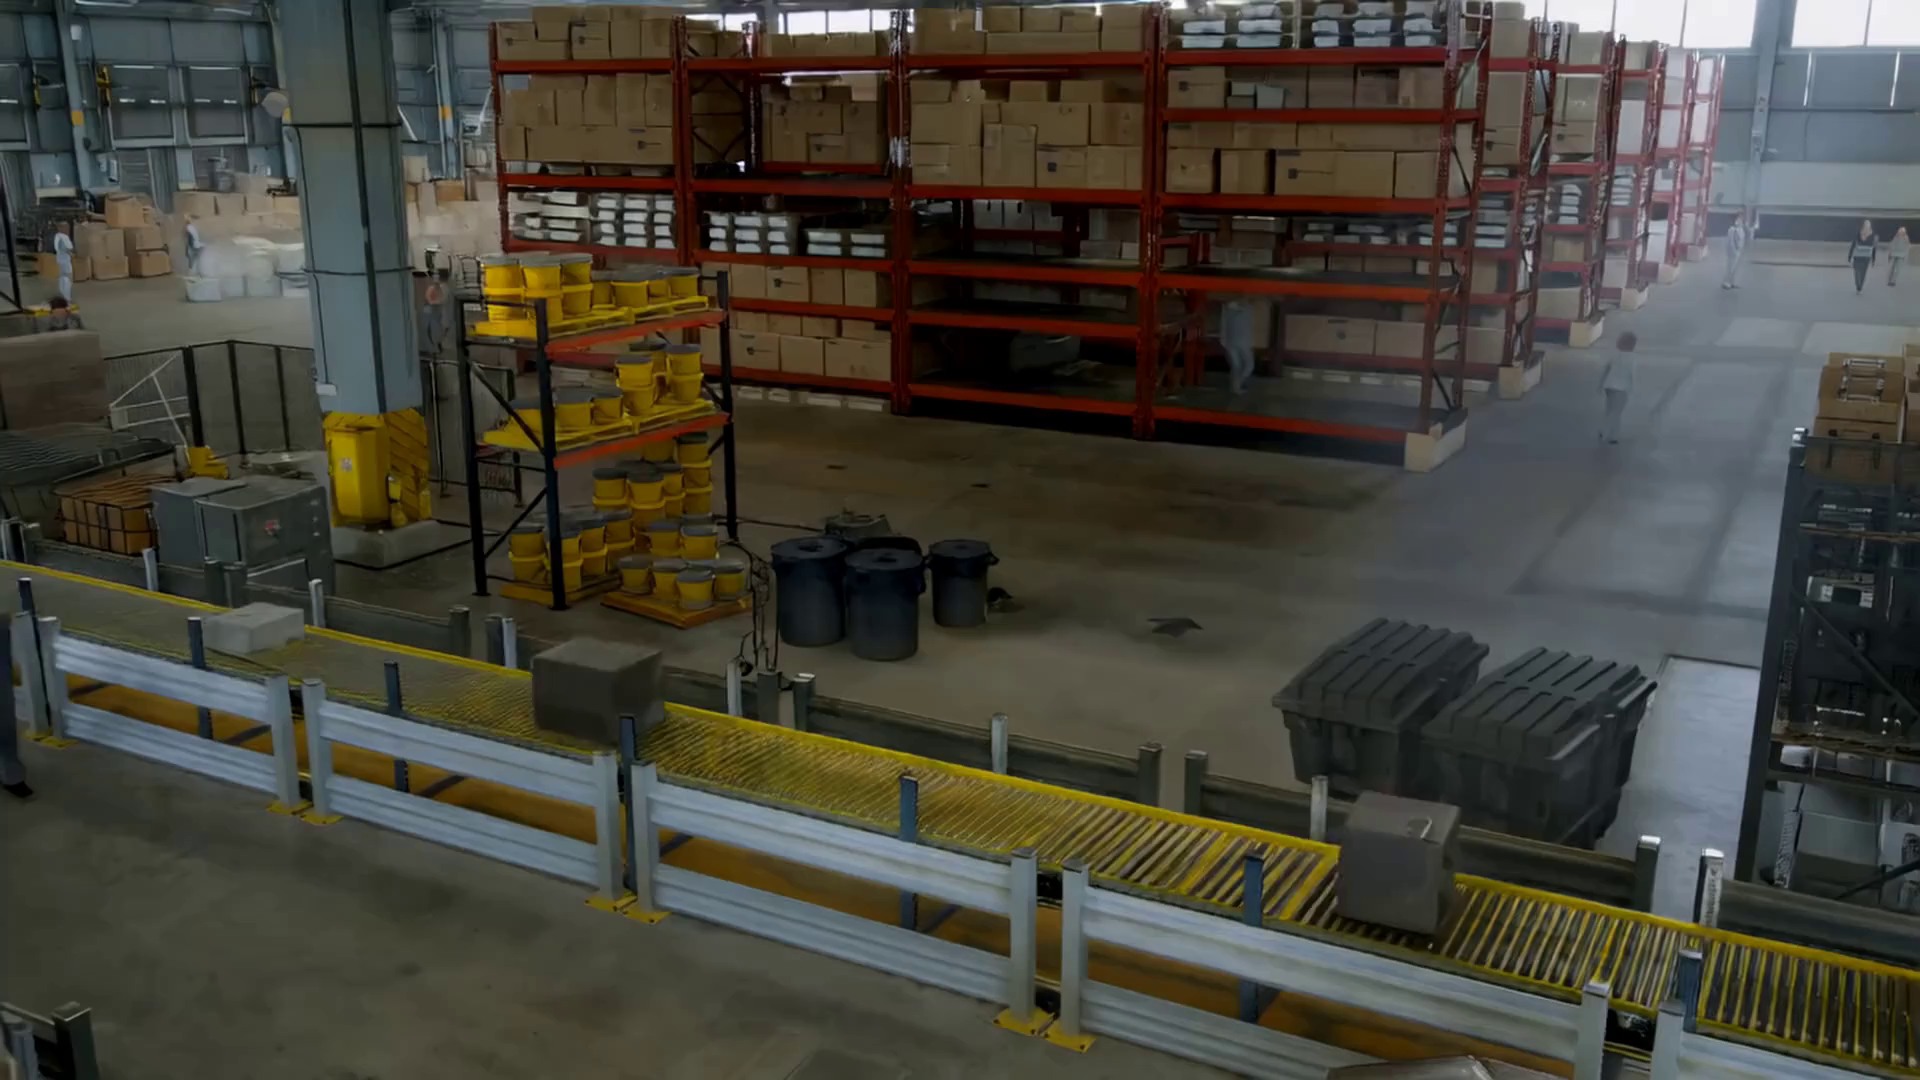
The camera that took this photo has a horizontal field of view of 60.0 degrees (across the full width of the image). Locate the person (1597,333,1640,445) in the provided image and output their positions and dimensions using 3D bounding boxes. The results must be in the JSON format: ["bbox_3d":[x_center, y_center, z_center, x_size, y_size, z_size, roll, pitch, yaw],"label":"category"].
[{"bbox_3d":[9.323,-2.131,23.545,0.544,1.608,0.361,14,21,43],"label":"person"}]

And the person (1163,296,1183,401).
[{"bbox_3d":[3.459,-3.113,27.067,0.316,1.695,0.541,-3,15,-10],"label":"person"}]

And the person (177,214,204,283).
[{"bbox_3d":[-20.228,-7.646,43.789,0.997,1.860,0.600,-2,15,-8],"label":"person"}]

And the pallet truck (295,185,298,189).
[{"bbox_3d":[-26.804,-14.617,69.738,1.885,1.965,0.823,-14,20,-42],"label":"pallet truck"}]

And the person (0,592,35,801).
[{"bbox_3d":[-6.912,0.933,11.650,0.768,1.813,0.592,9,17,30],"label":"person"}]

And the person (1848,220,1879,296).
[{"bbox_3d":[22.560,-7.057,41.546,0.601,1.891,0.896,13,20,40],"label":"person"}]

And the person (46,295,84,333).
[{"bbox_3d":[-13.578,-2.763,25.296,0.552,1.933,0.374,-1,15,-5],"label":"person"}]

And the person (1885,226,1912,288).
[{"bbox_3d":[24.311,-7.335,43.104,0.511,1.614,0.348,7,16,24],"label":"person"}]

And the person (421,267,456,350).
[{"bbox_3d":[-10.009,-4.424,32.060,0.837,1.666,0.528,-1,15,-2],"label":"person"}]

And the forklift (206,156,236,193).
[{"bbox_3d":[-25.681,-11.975,58.117,1.873,2.768,1.129,8,17,28],"label":"forklift"}]

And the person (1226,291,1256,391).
[{"bbox_3d":[4.598,-3.225,27.129,0.529,1.889,0.641,11,19,37],"label":"person"}]

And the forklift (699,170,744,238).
[{"bbox_3d":[-6.984,-9.917,50.382,1.129,2.768,1.873,8,17,28],"label":"forklift"}]

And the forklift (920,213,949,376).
[{"bbox_3d":[-0.556,-4.374,29.542,1.873,2.768,1.129,8,17,28],"label":"forklift"}]

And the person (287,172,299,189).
[{"bbox_3d":[-29.580,-15.530,73.907,0.545,1.599,0.807,6,16,23],"label":"person"}]

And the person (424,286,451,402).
[{"bbox_3d":[-8.521,-3.193,27.054,0.335,1.865,0.519,-1,15,-4],"label":"person"}]

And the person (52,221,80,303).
[{"bbox_3d":[-21.515,-6.680,39.989,0.604,1.956,0.387,10,18,32],"label":"person"}]

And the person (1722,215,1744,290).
[{"bbox_3d":[19.911,-7.392,42.745,0.646,1.913,0.409,-11,18,-35],"label":"person"}]

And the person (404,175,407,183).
[{"bbox_3d":[-24.119,-15.078,71.692,0.584,1.882,0.337,-8,17,-27],"label":"person"}]
